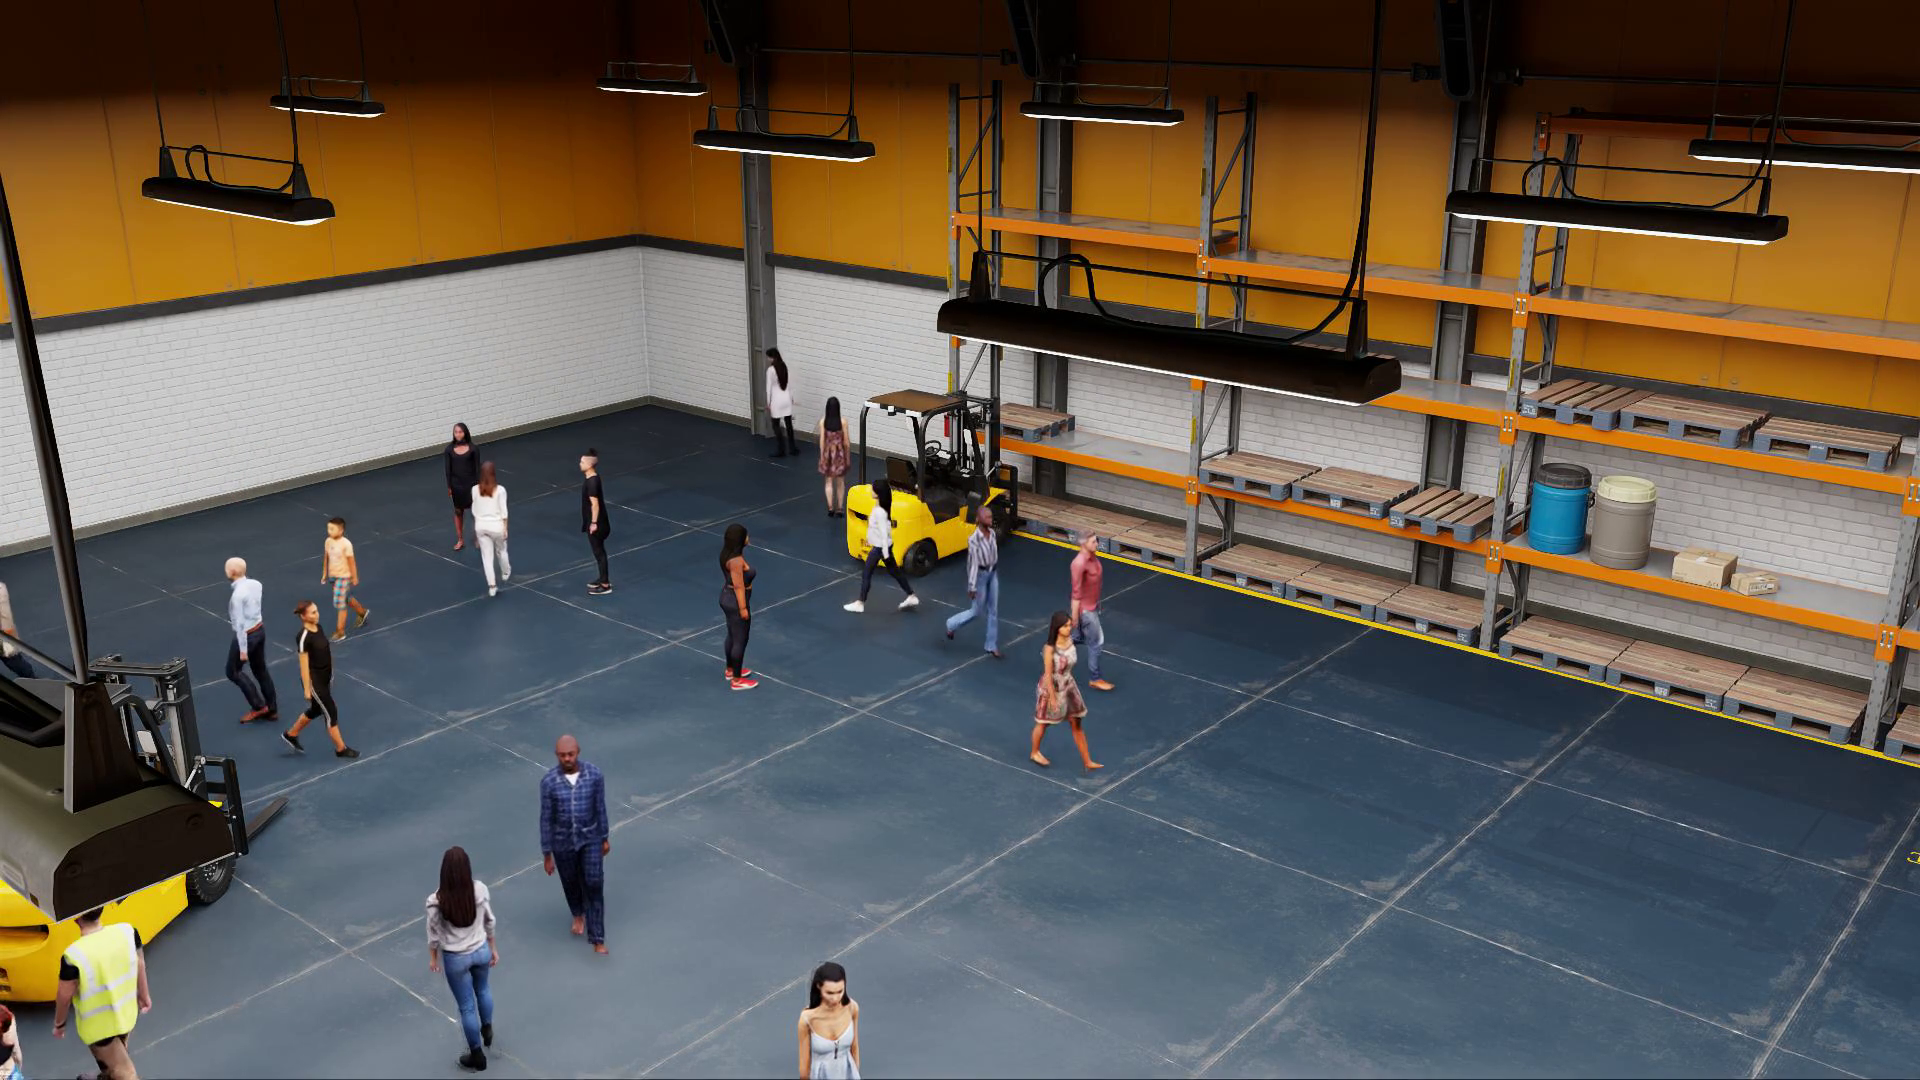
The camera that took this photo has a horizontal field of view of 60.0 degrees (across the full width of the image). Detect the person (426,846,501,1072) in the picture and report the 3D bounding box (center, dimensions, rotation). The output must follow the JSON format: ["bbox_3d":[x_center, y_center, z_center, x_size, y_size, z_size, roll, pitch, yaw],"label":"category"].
[{"bbox_3d":[-3.426,2.936,11.603,0.672,1.618,0.727,-16,25,-40],"label":"person"}]

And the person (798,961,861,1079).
[{"bbox_3d":[-0.805,3.343,10.218,0.650,1.731,0.627,-11,22,-30],"label":"person"}]

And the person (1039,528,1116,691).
[{"bbox_3d":[1.262,0.726,17.882,1.224,1.799,0.963,6,20,18],"label":"person"}]

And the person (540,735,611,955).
[{"bbox_3d":[-3.044,2.335,13.134,1.045,1.779,1.198,-6,19,-17],"label":"person"}]

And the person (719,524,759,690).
[{"bbox_3d":[-2.423,0.693,17.960,0.837,1.811,0.730,-7,20,-20],"label":"person"}]

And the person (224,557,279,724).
[{"bbox_3d":[-7.177,1.042,16.980,0.830,1.776,0.793,1,19,3],"label":"person"}]

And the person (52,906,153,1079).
[{"bbox_3d":[-5.460,3.137,10.746,1.243,1.783,0.921,8,20,23],"label":"person"}]

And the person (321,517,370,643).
[{"bbox_3d":[-7.163,0.413,19.371,0.977,1.441,0.776,9,20,24],"label":"person"}]

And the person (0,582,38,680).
[{"bbox_3d":[-9.917,0.941,17.173,1.229,1.843,1.194,1,19,4],"label":"person"}]

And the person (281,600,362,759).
[{"bbox_3d":[-6.343,1.367,16.221,1.114,1.643,0.985,1,19,3],"label":"person"}]

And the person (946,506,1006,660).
[{"bbox_3d":[0.186,0.469,18.679,0.992,1.778,0.677,13,22,33],"label":"person"}]

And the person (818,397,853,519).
[{"bbox_3d":[-1.765,-1.152,23.501,0.794,1.771,0.858,0,19,-1],"label":"person"}]

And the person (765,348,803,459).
[{"bbox_3d":[-2.834,-2.205,26.604,0.800,1.786,0.536,-12,22,-33],"label":"person"}]

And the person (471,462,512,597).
[{"bbox_3d":[-5.827,-0.110,20.600,1.010,1.648,1.087,-2,19,-7],"label":"person"}]

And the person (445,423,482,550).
[{"bbox_3d":[-6.645,-0.726,22.317,0.680,1.720,0.725,-3,19,-8],"label":"person"}]

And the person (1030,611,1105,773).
[{"bbox_3d":[0.870,1.448,16.034,0.709,1.609,1.076,-18,25,-42],"label":"person"}]

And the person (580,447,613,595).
[{"bbox_3d":[-4.541,-0.257,20.698,0.829,1.864,0.742,-4,19,-12],"label":"person"}]

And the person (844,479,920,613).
[{"bbox_3d":[-0.851,0.094,19.981,1.200,1.656,1.078,0,19,0],"label":"person"}]
